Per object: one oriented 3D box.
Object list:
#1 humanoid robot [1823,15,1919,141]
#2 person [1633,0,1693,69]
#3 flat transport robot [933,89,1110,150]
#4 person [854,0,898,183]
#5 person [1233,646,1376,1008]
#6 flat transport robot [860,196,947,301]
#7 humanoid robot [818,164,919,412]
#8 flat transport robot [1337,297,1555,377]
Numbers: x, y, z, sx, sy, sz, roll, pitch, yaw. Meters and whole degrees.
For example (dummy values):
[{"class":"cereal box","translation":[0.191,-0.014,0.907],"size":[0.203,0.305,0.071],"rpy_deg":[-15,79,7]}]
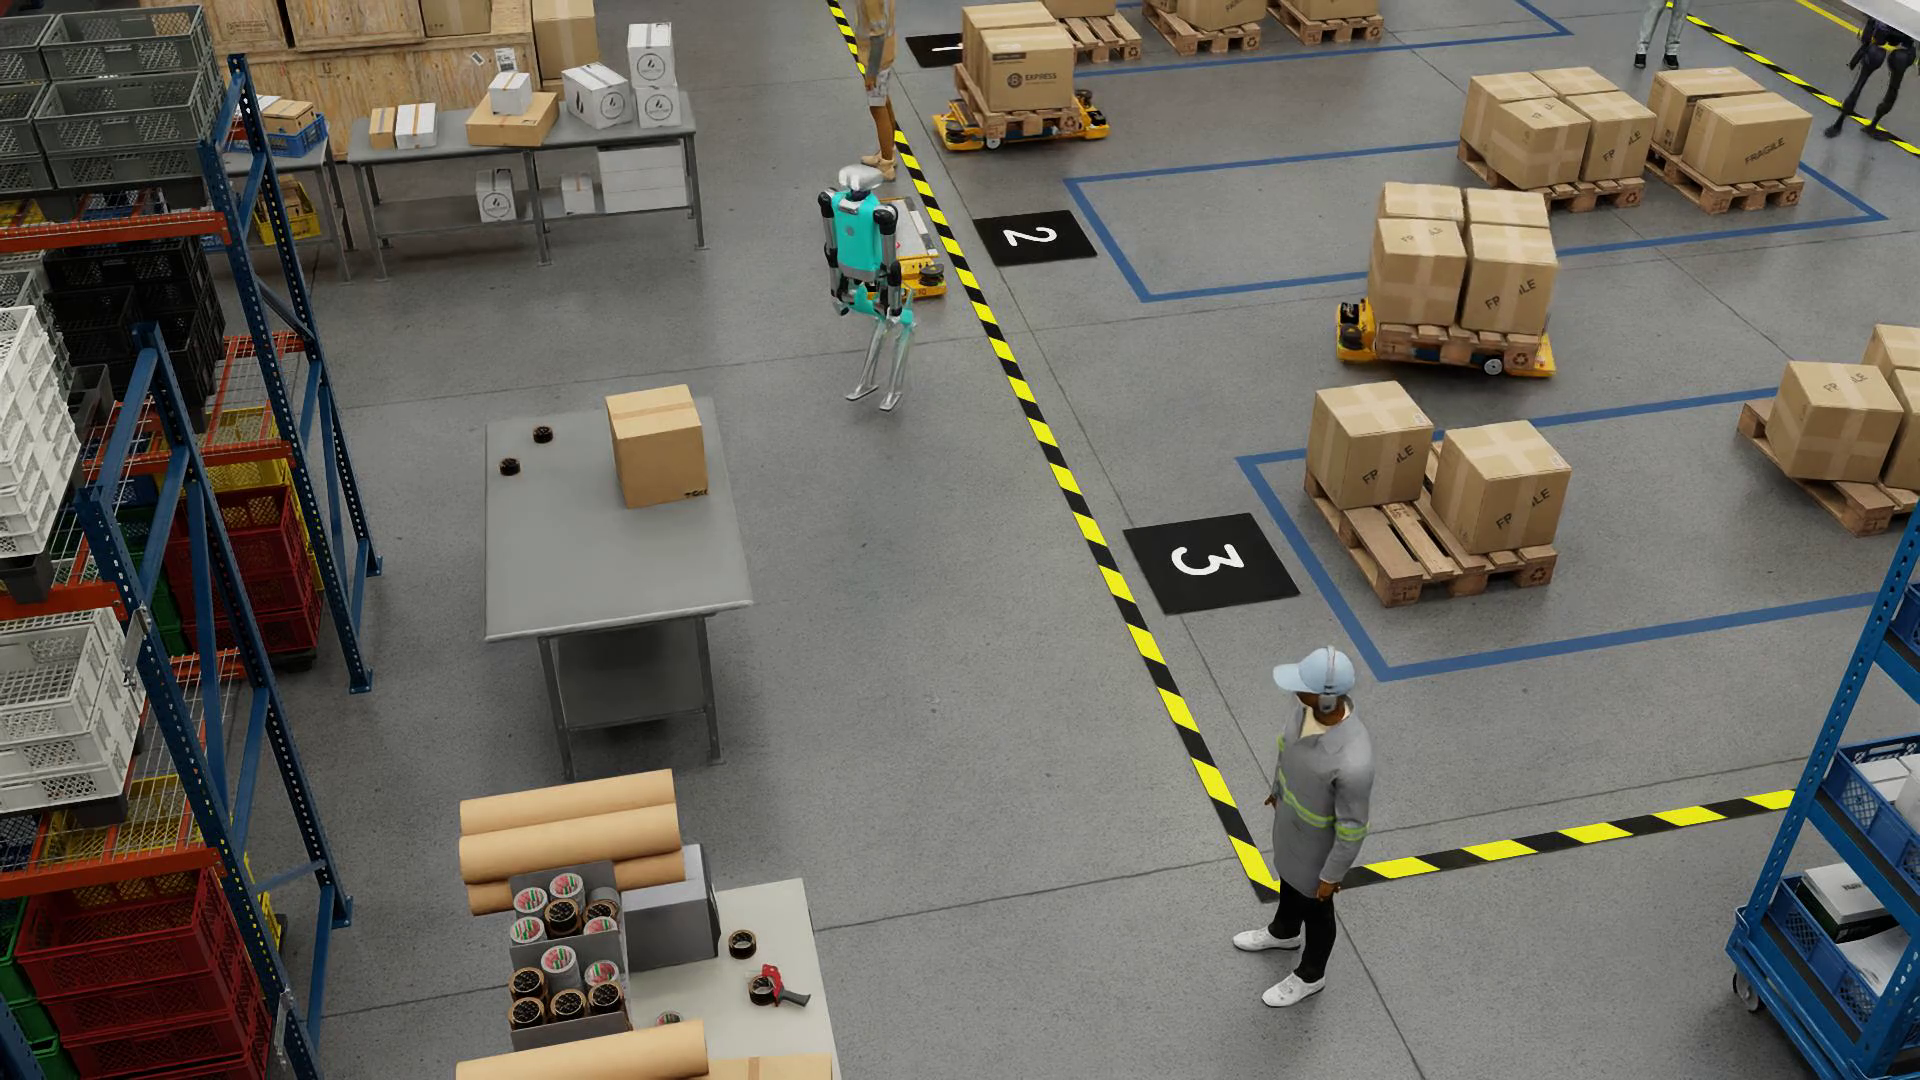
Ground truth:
[{"class":"humanoid robot","translation":[7.810,-4.145,13.950],"size":[0.605,1.639,0.371],"rpy_deg":[6,37,8]},{"class":"person","translation":[6.635,-5.254,15.306],"size":[0.599,1.827,0.404],"rpy_deg":[3,37,4]},{"class":"flat transport robot","translation":[0.527,-3.662,14.452],"size":[1.431,0.197,0.652],"rpy_deg":[-8,37,-10]},{"class":"person","translation":[-0.703,-3.845,13.245],"size":[0.395,2.030,0.613],"rpy_deg":[3,37,4]},{"class":"person","translation":[1.378,1.150,6.682],"size":[0.388,1.849,0.597],"rpy_deg":[-8,37,-11]},{"class":"flat transport robot","translation":[-0.570,-2.220,12.538],"size":[0.659,0.231,1.431],"rpy_deg":[-8,37,-10]},{"class":"humanoid robot","translation":[-0.483,-1.628,10.399],"size":[0.533,1.677,0.735],"rpy_deg":[20,41,25]},{"class":"flat transport robot","translation":[3.334,-1.425,11.446],"size":[1.431,0.197,0.652],"rpy_deg":[6,37,8]}]
